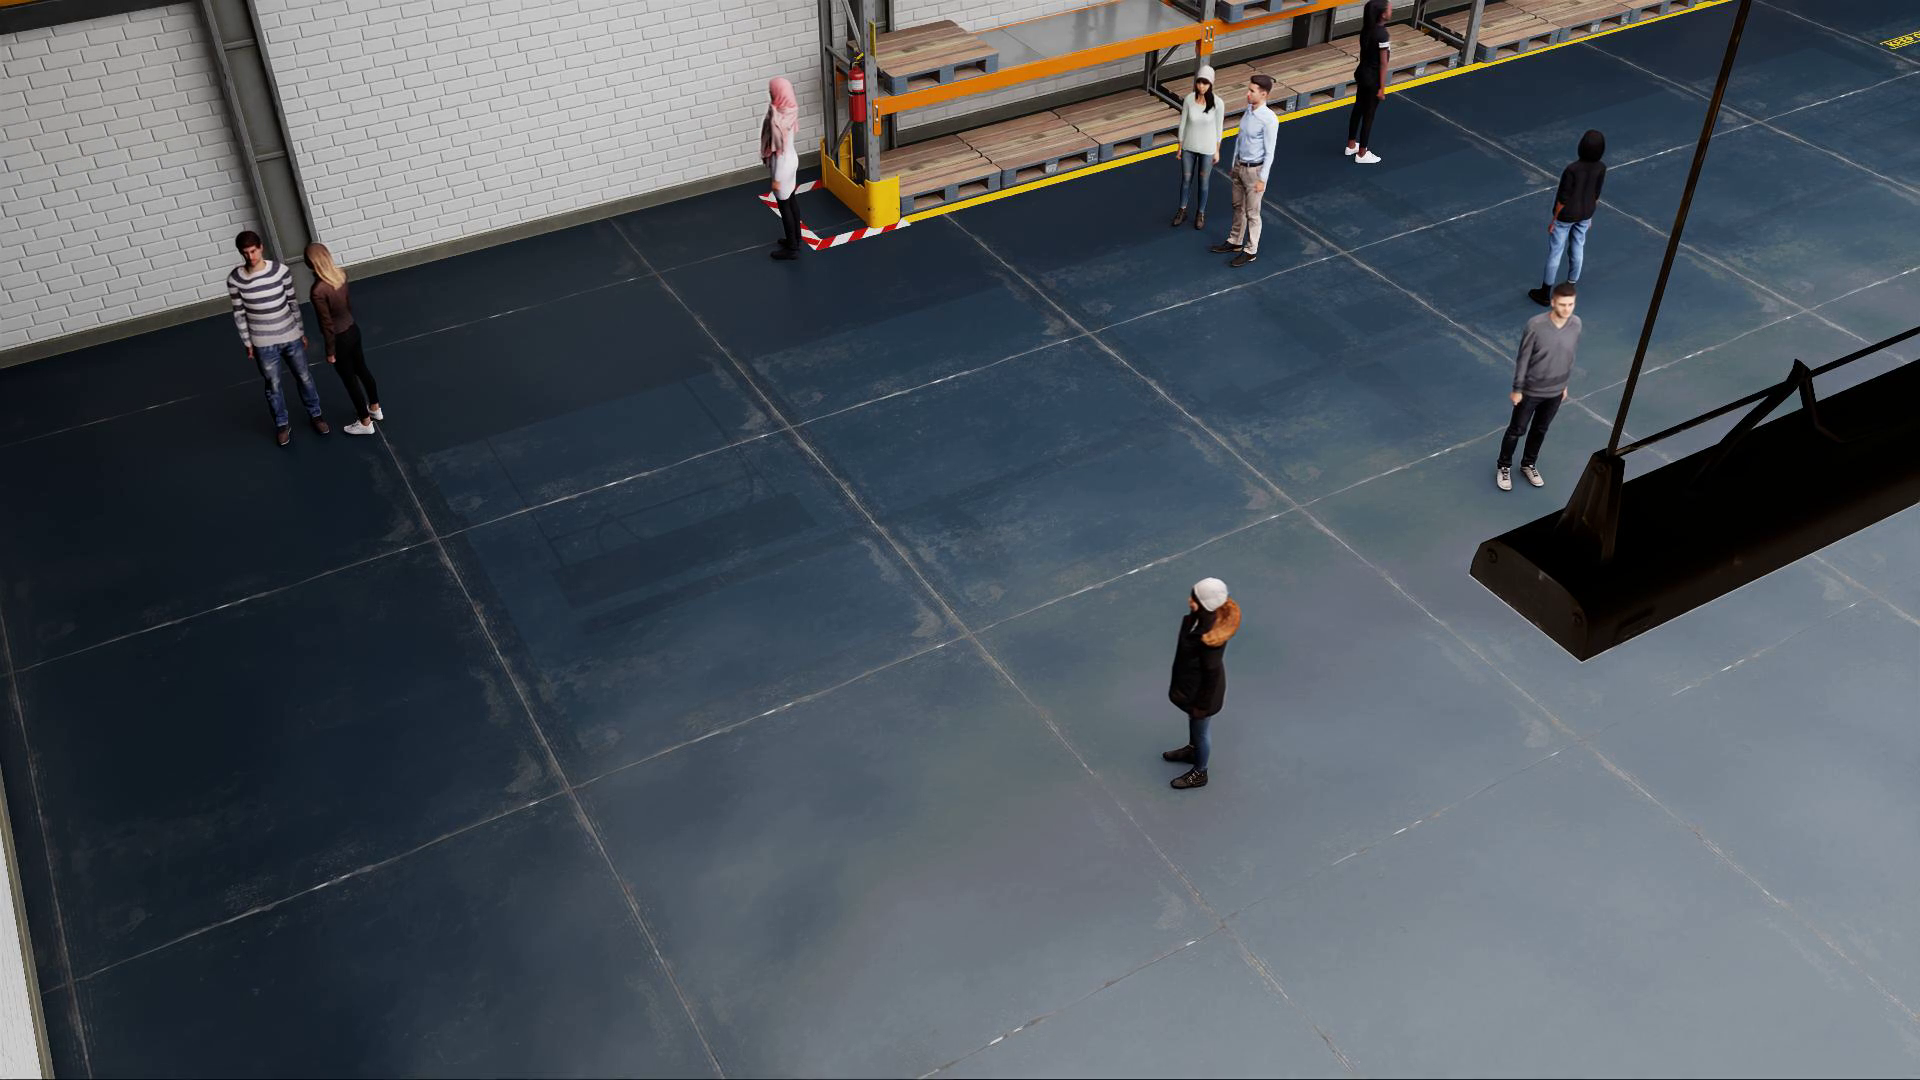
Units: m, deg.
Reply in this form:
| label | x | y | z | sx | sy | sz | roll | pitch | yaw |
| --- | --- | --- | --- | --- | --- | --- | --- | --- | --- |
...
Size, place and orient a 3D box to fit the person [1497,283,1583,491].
| label | x | y | z | sx | sy | sz | roll | pitch | yaw |
| --- | --- | --- | --- | --- | --- | --- | --- | --- | --- |
| person | 4.492 | -1.193 | 12.850 | 0.596 | 1.761 | 0.749 | -6 | 39 | -7 |

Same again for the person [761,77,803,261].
| label | x | y | z | sx | sy | sz | roll | pitch | yaw |
| --- | --- | --- | --- | --- | --- | --- | --- | --- | --- |
| person | -1.661 | -3.516 | 15.724 | 0.796 | 1.804 | 0.741 | 8 | 39 | 10 |

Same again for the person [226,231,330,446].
| label | x | y | z | sx | sy | sz | roll | pitch | yaw |
| --- | --- | --- | --- | --- | --- | --- | --- | --- | --- |
| person | -5.497 | -1.646 | 13.342 | 0.475 | 1.855 | 0.715 | -18 | 42 | -21 |

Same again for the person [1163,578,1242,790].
| label | x | y | z | sx | sy | sz | roll | pitch | yaw |
| --- | --- | --- | --- | --- | --- | --- | --- | --- | --- |
| person | 1.496 | 0.883 | 10.352 | 0.753 | 1.634 | 0.734 | -1 | 39 | -1 |

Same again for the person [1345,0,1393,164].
| label | x | y | z | sx | sy | sz | roll | pitch | yaw |
| --- | --- | --- | --- | --- | --- | --- | --- | --- | --- |
| person | 4.300 | -4.819 | 17.416 | 0.646 | 1.728 | 0.659 | -11 | 40 | -14 |

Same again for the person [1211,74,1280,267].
| label | x | y | z | sx | sy | sz | roll | pitch | yaw |
| --- | --- | --- | --- | --- | --- | --- | --- | --- | --- |
| person | 2.732 | -3.494 | 15.663 | 0.600 | 1.847 | 0.652 | -17 | 42 | -21 |

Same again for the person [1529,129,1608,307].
| label | x | y | z | sx | sy | sz | roll | pitch | yaw |
| --- | --- | --- | --- | --- | --- | --- | --- | --- | --- |
| person | 5.547 | -2.912 | 15.050 | 0.574 | 1.702 | 0.689 | -7 | 39 | -8 |

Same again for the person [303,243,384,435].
| label | x | y | z | sx | sy | sz | roll | pitch | yaw |
| --- | --- | --- | --- | --- | --- | --- | --- | --- | --- |
| person | -4.990 | -1.630 | 13.444 | 0.705 | 1.703 | 0.672 | 6 | 39 | 7 |

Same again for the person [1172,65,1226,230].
| label | x | y | z | sx | sy | sz | roll | pitch | yaw |
| --- | --- | --- | --- | --- | --- | --- | --- | --- | --- |
| person | 2.336 | -3.838 | 16.256 | 0.632 | 1.644 | 0.684 | 11 | 40 | 13 |
